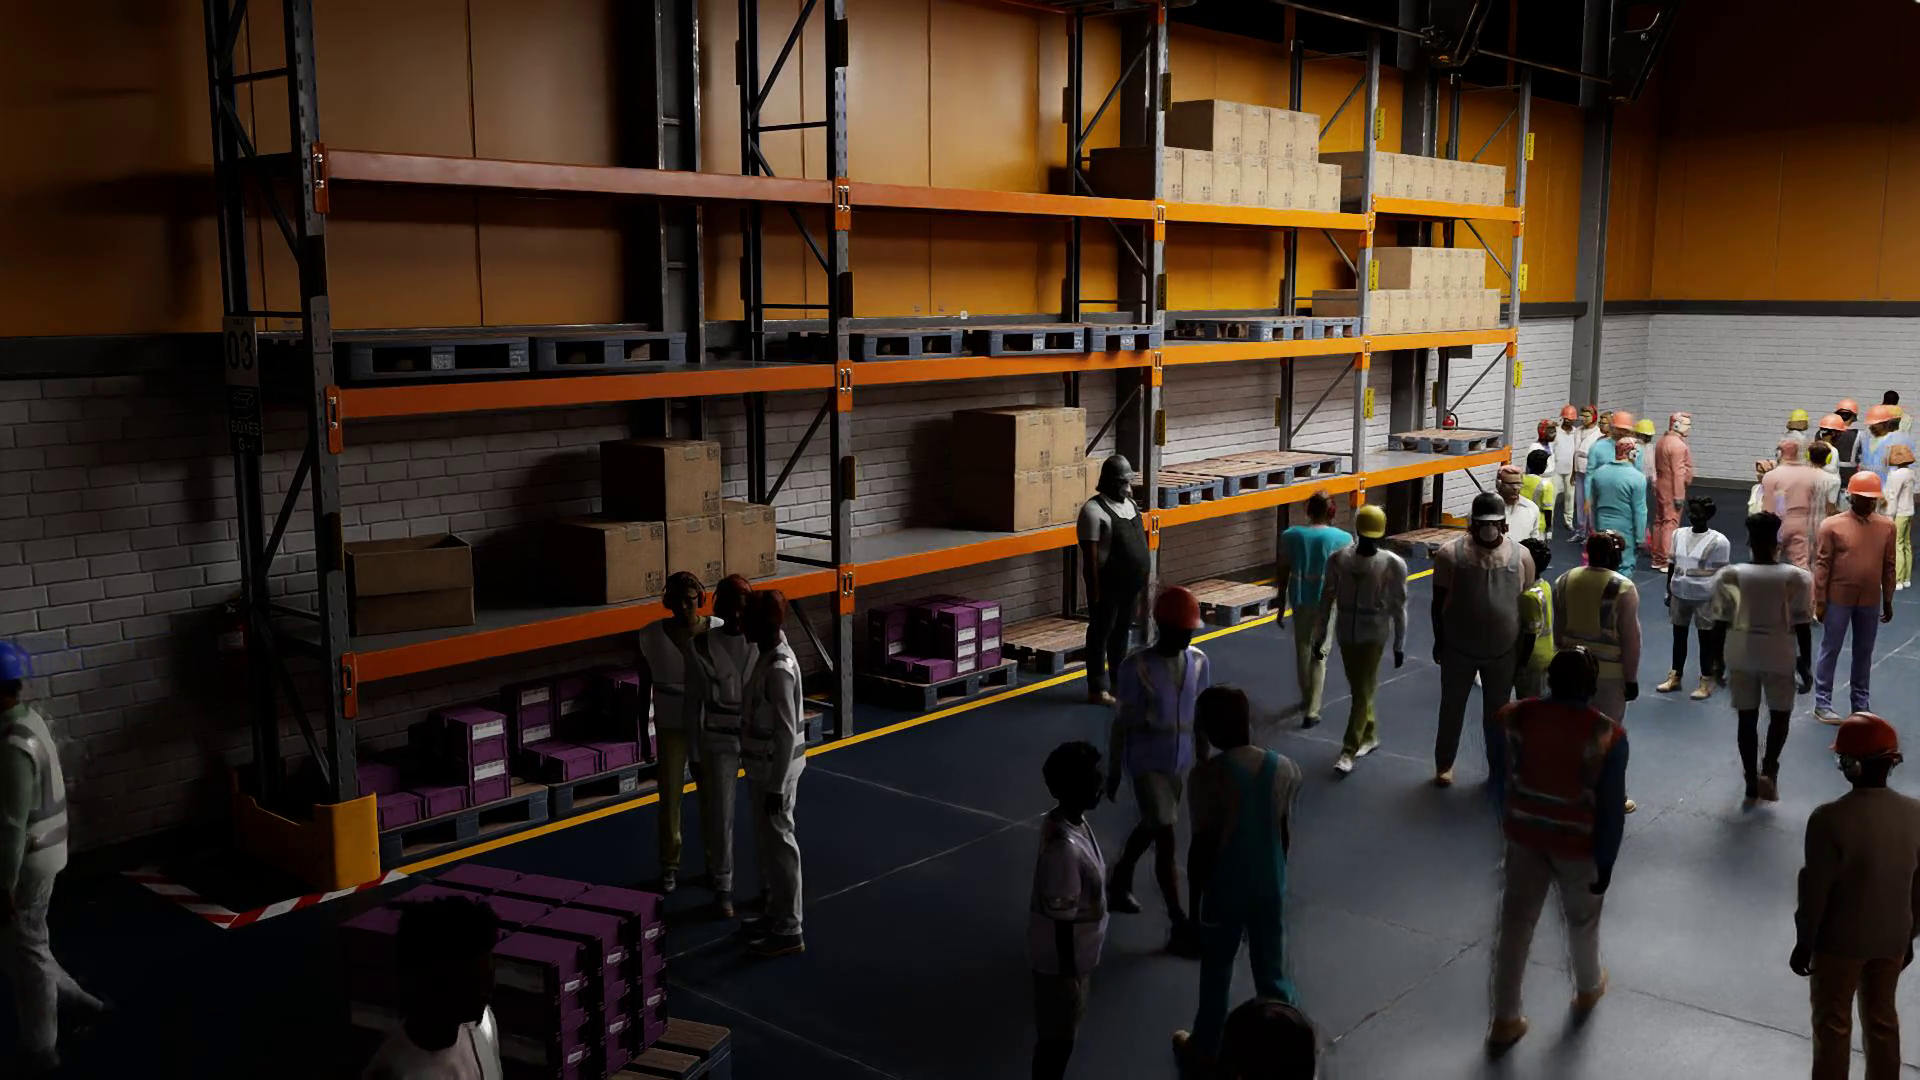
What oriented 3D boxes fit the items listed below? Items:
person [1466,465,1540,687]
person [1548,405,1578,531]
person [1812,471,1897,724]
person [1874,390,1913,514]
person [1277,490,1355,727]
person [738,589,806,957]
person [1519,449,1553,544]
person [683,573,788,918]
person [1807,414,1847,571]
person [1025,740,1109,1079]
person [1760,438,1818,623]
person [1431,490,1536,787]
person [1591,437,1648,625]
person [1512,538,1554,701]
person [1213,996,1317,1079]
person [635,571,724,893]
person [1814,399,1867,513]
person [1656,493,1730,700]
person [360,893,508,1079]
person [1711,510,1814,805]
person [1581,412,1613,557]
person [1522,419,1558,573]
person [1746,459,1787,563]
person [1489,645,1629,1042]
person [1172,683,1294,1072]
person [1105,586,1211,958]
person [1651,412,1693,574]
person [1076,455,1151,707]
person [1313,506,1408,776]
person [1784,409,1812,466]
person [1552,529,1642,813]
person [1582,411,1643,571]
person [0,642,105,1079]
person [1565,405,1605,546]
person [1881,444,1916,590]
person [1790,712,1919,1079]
[{"bbox_3d":[4.591,0.310,14.040,0.644,1.900,0.399,-1,9,-8],"label":"person"},{"bbox_3d":[8.313,-0.981,22.865,0.569,1.744,0.345,0,9,2],"label":"person"},{"bbox_3d":[6.918,0.450,12.863,0.614,1.987,0.408,0,9,0],"label":"person"},{"bbox_3d":[12.953,-1.124,23.220,0.590,1.919,0.395,-1,9,-3],"label":"person"},{"bbox_3d":[2.820,0.509,13.070,0.587,1.793,0.952,4,10,24],"label":"person"},{"bbox_3d":[-0.960,1.176,8.495,0.340,1.882,0.586,-2,9,-11],"label":"person"},{"bbox_3d":[6.000,-0.118,17.475,0.320,1.686,0.540,-5,10,-29],"label":"person"},{"bbox_3d":[-1.195,1.104,8.988,0.584,1.878,0.362,-3,9,-17],"label":"person"},{"bbox_3d":[9.881,-0.473,19.011,0.388,1.926,0.549,0,9,3],"label":"person"},{"bbox_3d":[0.410,1.595,6.392,0.320,1.695,0.537,1,9,5],"label":"person"},{"bbox_3d":[8.368,-0.100,16.847,0.664,1.859,1.014,-2,9,-10],"label":"person"},{"bbox_3d":[3.532,0.673,11.238,0.674,2.000,0.535,2,9,10],"label":"person"},{"bbox_3d":[6.550,-0.072,16.498,0.399,1.902,0.643,-4,10,-25],"label":"person"},{"bbox_3d":[3.882,0.825,11.363,0.318,1.697,0.533,4,10,24],"label":"person"},{"bbox_3d":[0.640,1.937,3.806,0.643,1.821,0.513,-6,10,-32],"label":"person"},{"bbox_3d":[-1.527,1.067,9.367,0.568,1.838,0.383,-2,9,-13],"label":"person"},{"bbox_3d":[10.602,-0.689,20.064,0.613,2.033,0.410,5,10,30],"label":"person"},{"bbox_3d":[6.055,0.458,13.721,0.318,1.699,0.536,-6,11,-34],"label":"person"},{"bbox_3d":[-1.349,1.817,4.224,0.942,1.927,0.605,1,9,4],"label":"person"},{"bbox_3d":[5.222,0.780,10.854,0.636,1.942,0.488,5,10,30],"label":"person"},{"bbox_3d":[7.943,-0.658,20.447,0.332,1.844,0.518,-3,9,-17],"label":"person"},{"bbox_3d":[6.815,-0.525,19.641,0.398,1.830,0.568,6,10,33],"label":"person"},{"bbox_3d":[8.172,-0.003,16.887,0.313,1.639,0.517,-1,9,-8],"label":"person"},{"bbox_3d":[2.735,1.359,7.622,0.620,1.797,0.963,6,11,35],"label":"person"},{"bbox_3d":[1.162,1.484,6.864,0.525,1.784,0.965,-3,9,-19],"label":"person"},{"bbox_3d":[1.034,1.144,8.743,0.569,1.885,0.974,-6,10,-32],"label":"person"},{"bbox_3d":[8.413,-0.556,19.607,0.400,1.905,0.643,1,9,5],"label":"person"},{"bbox_3d":[1.291,0.317,13.533,0.538,2.000,0.684,7,11,40],"label":"person"},{"bbox_3d":[2.817,0.684,11.717,0.593,1.869,0.957,7,11,37],"label":"person"},{"bbox_3d":[11.136,-0.866,22.167,0.360,1.736,0.533,0,9,-2],"label":"person"},{"bbox_3d":[4.140,0.844,10.772,0.430,1.845,0.619,-5,10,-31],"label":"person"},{"bbox_3d":[7.372,-0.475,18.807,0.626,1.989,0.401,1,9,9],"label":"person"},{"bbox_3d":[-4.036,1.367,7.095,0.431,1.933,0.636,-5,10,-28],"label":"person"},{"bbox_3d":[8.205,-0.846,21.701,0.394,1.836,0.559,-3,9,-19],"label":"person"},{"bbox_3d":[10.489,-0.257,18.584,0.495,1.625,0.286,-8,12,-42],"label":"person"},{"bbox_3d":[3.534,1.543,6.586,0.570,1.743,0.353,-2,9,-15],"label":"person"}]
